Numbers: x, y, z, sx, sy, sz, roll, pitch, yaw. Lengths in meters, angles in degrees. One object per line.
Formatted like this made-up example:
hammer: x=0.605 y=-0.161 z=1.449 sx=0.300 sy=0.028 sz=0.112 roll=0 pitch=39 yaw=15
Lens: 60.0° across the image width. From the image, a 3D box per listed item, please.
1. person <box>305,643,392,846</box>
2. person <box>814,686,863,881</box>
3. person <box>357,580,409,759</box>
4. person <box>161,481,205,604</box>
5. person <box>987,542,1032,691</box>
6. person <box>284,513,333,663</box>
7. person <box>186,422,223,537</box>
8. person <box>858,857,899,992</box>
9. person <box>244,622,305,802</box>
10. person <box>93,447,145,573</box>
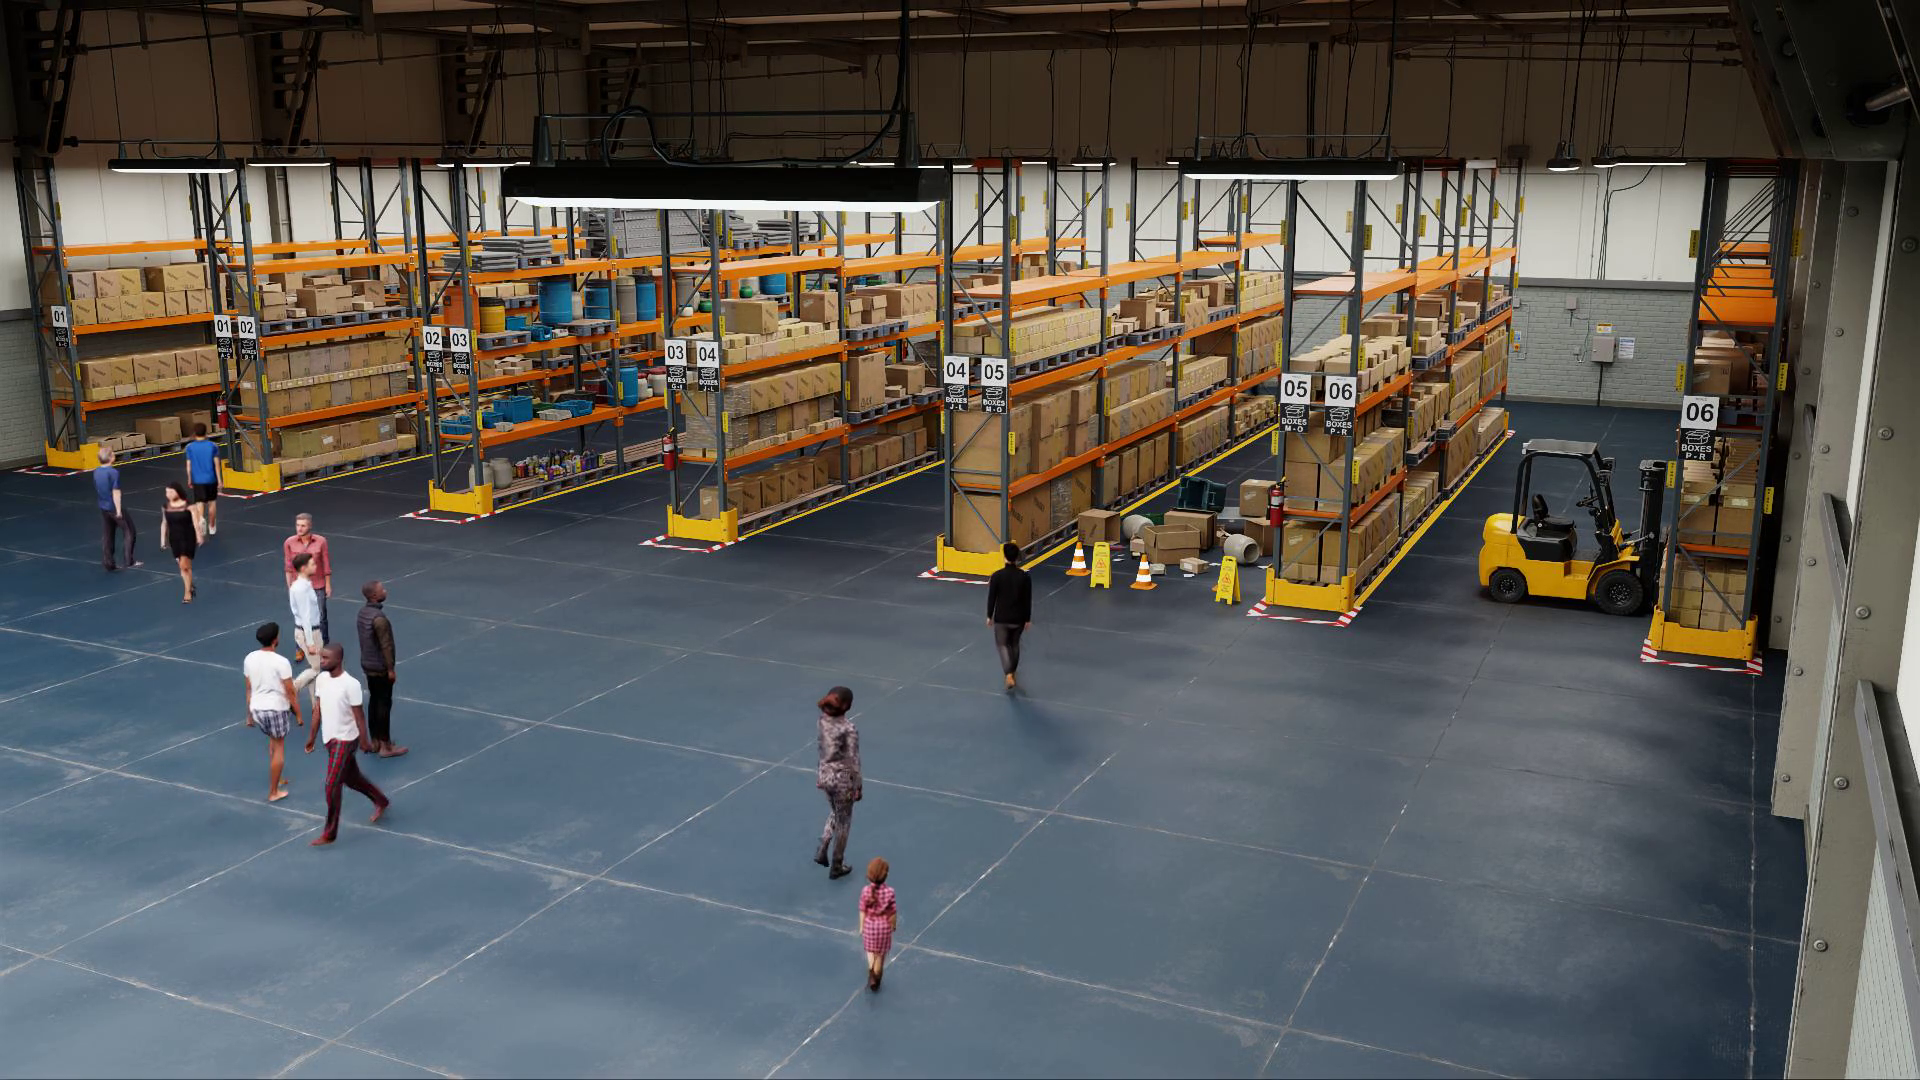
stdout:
person: x=-5.513 y=1.794 z=15.033 sx=0.819 sy=1.797 sz=1.201 roll=9 pitch=16 yaw=35
person: x=-1.098 y=2.069 z=14.047 sx=0.688 sy=1.707 sz=0.747 roll=11 pitch=17 yaw=39
person: x=-5.970 y=1.305 z=17.060 sx=0.742 sy=1.835 sz=0.776 roll=-11 pitch=17 yaw=-39
person: x=-10.671 y=0.018 z=22.923 sx=0.796 sy=1.698 sz=0.835 roll=1 pitch=13 yaw=3
person: x=0.571 y=0.893 z=19.117 sx=1.000 sy=1.711 sz=1.102 roll=-3 pitch=13 yaw=-13
person: x=-7.959 y=0.552 z=20.325 sx=0.755 sy=1.830 sz=0.802 roll=-4 pitch=14 yaw=-17
person: x=-12.174 y=-0.953 z=26.790 sx=1.107 sy=1.844 sz=1.139 roll=-5 pitch=14 yaw=-22
person: x=-0.615 y=2.844 z=12.242 sx=0.509 sy=1.011 sz=0.567 roll=1 pitch=13 yaw=3
person: x=-6.597 y=1.662 z=15.798 sx=0.711 sy=1.710 sz=0.734 roll=4 pitch=14 yaw=15
person: x=-12.565 y=-0.425 z=24.488 sx=0.677 sy=1.855 sz=0.755 roll=5 pitch=14 yaw=22
